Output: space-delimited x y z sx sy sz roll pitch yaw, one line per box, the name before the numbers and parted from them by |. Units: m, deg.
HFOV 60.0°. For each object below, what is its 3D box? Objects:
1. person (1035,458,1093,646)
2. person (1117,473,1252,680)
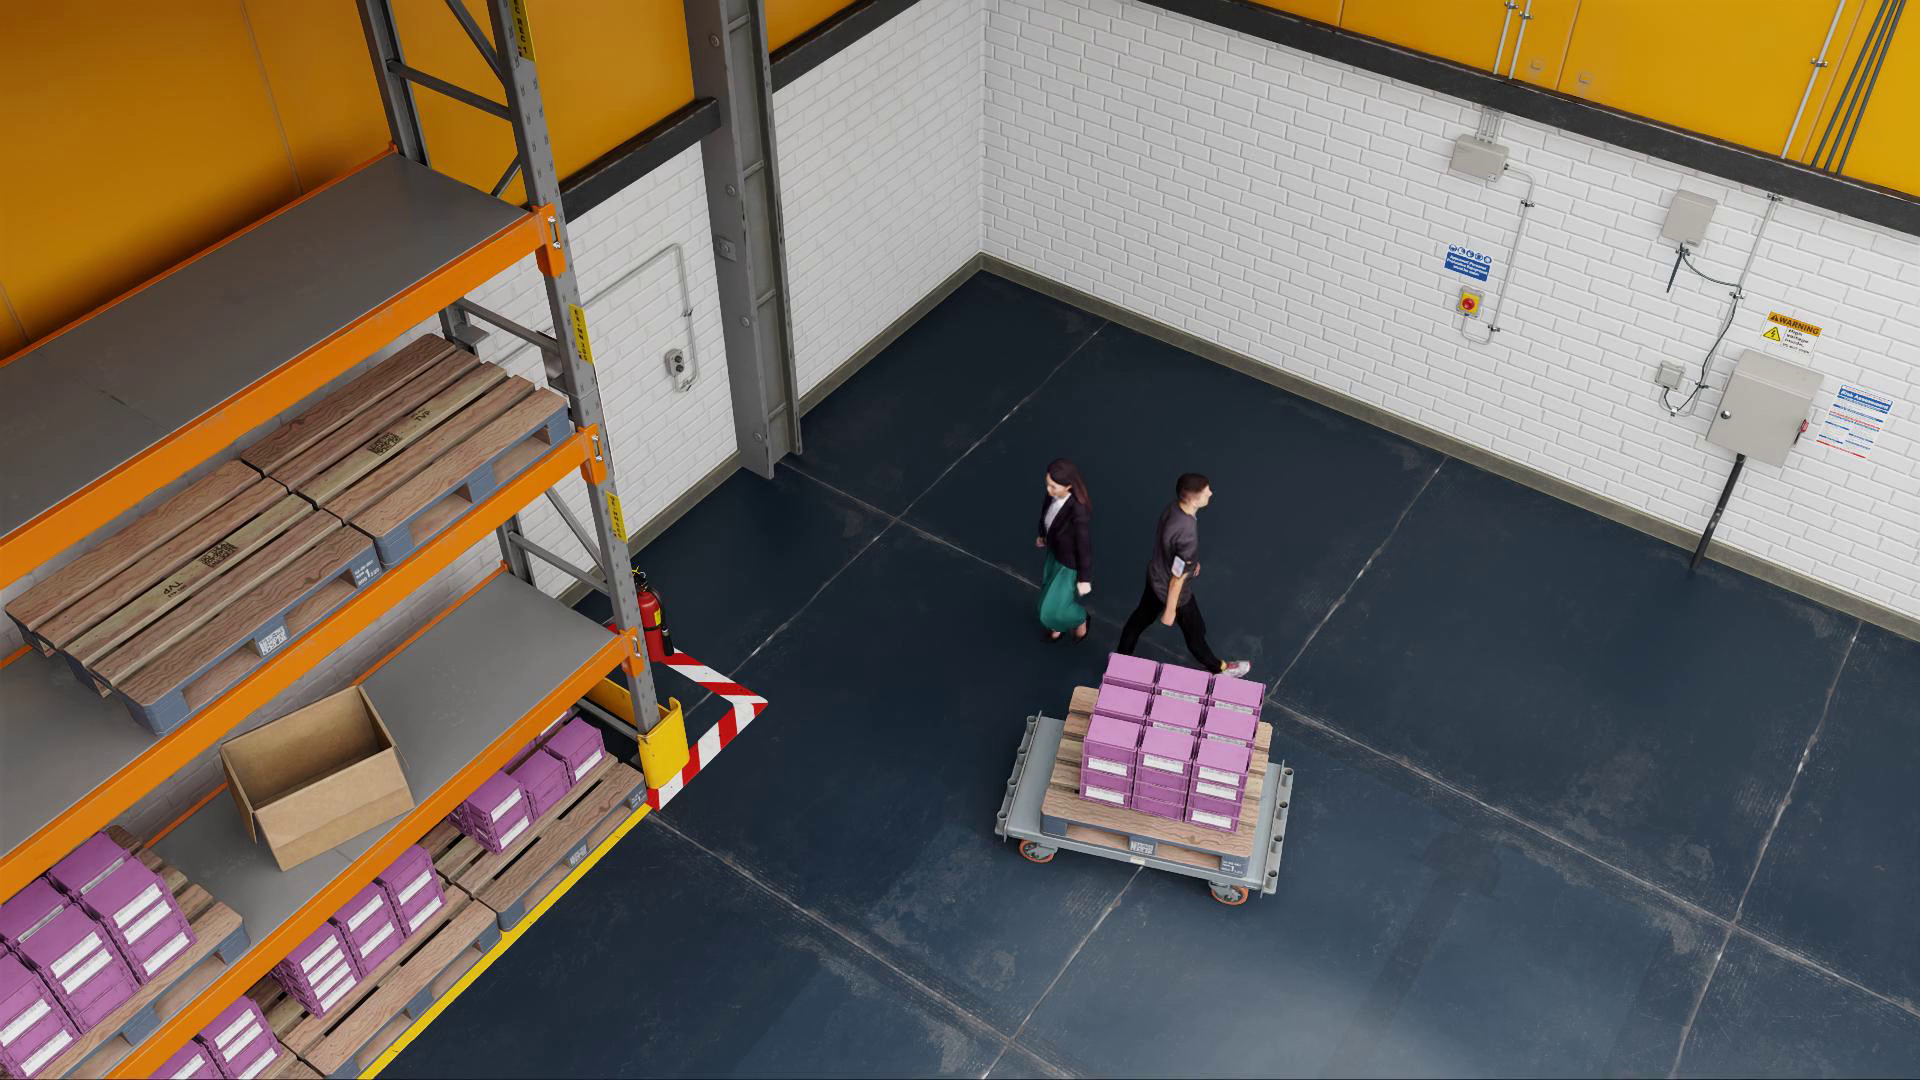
person | 0.736 0.116 10.547 0.899 1.719 0.860 -17 46 -17
person | 1.233 0.293 10.362 1.152 1.717 1.153 -2 44 -2
